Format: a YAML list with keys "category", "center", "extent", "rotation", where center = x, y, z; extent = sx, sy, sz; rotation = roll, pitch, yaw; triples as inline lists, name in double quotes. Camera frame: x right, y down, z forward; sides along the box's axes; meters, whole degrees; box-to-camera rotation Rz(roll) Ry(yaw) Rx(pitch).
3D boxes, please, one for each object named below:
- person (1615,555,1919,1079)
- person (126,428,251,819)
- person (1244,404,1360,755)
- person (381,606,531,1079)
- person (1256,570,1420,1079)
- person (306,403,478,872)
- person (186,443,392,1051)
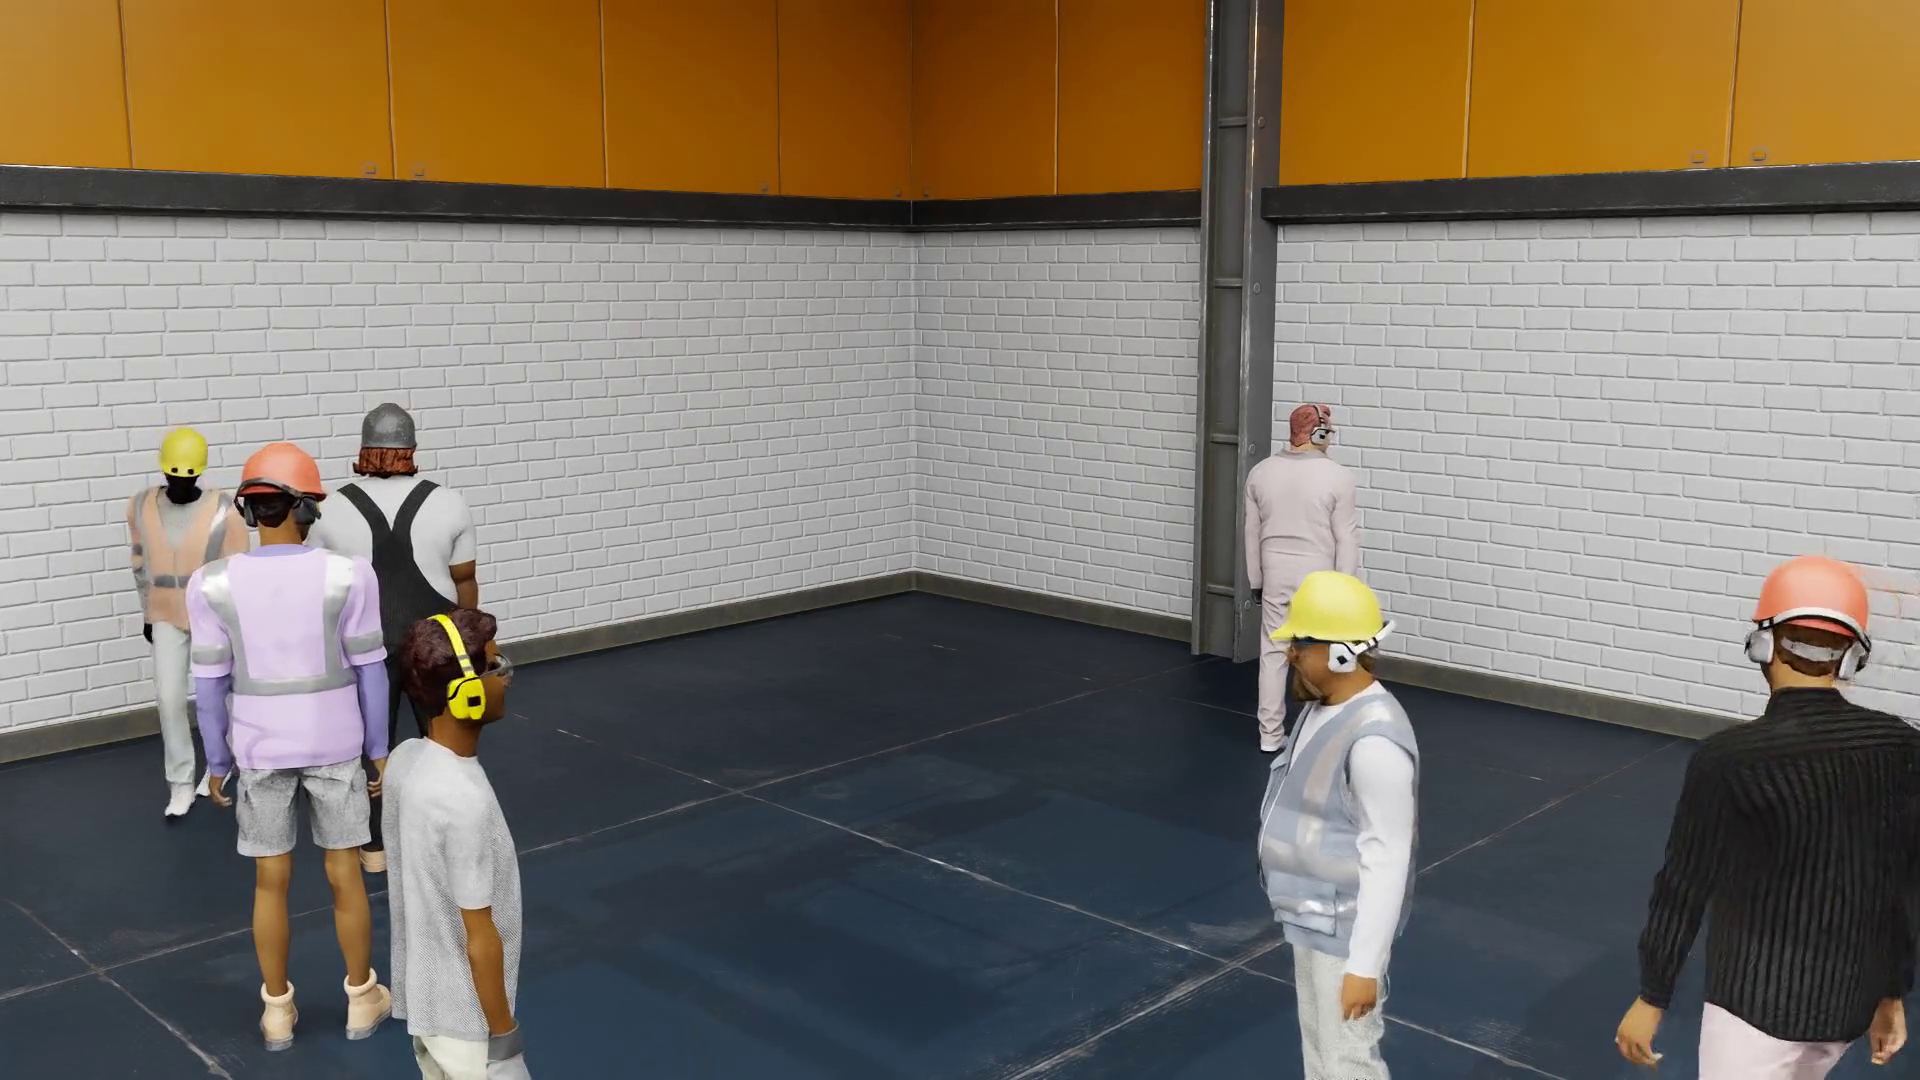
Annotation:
- category: "person"
  center: [1.860, 1.024, 3.739]
  extent: [0.654, 1.967, 0.480]
  rotation: [-4, 10, -23]
- category: "person"
  center: [-3.681, 0.382, 7.999]
  extent: [0.603, 1.859, 0.811]
  rotation: [-1, 9, -5]
- category: "person"
  center: [1.830, 0.227, 8.852]
  extent: [0.642, 1.902, 0.399]
  rotation: [8, 12, 40]
- category: "person"
  center: [-1.102, 1.071, 3.754]
  extent: [0.328, 1.876, 0.515]
  rotation: [-7, 12, -37]
- category: "person"
  center: [0.989, 0.986, 4.411]
  extent: [0.404, 1.828, 0.602]
  rotation: [0, 9, -2]
- category: "person"
  center: [-2.456, 0.415, 7.266]
  extent: [0.684, 2.000, 0.536]
  rotation: [-3, 10, -18]
- category: "person"
  center: [-2.222, 0.692, 5.586]
  extent: [0.605, 2.036, 0.393]
  rotation: [-2, 10, -14]
